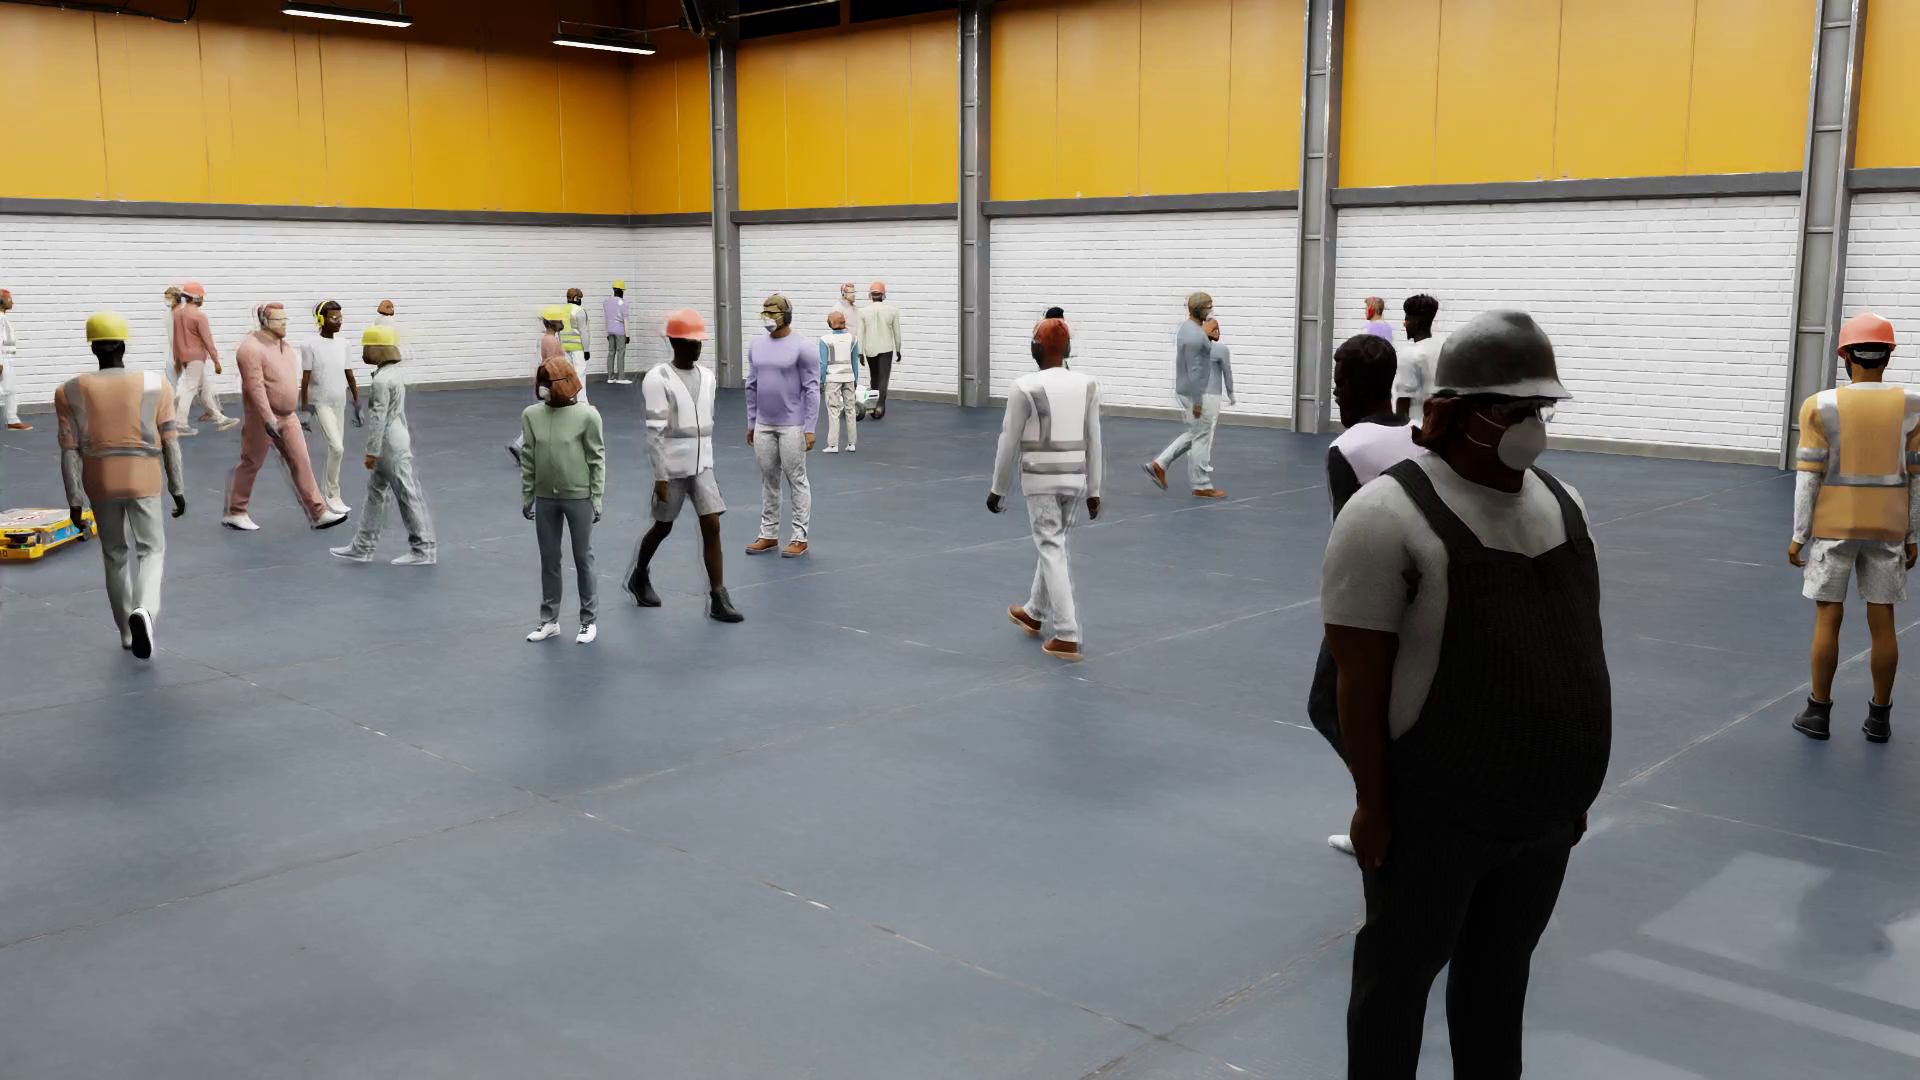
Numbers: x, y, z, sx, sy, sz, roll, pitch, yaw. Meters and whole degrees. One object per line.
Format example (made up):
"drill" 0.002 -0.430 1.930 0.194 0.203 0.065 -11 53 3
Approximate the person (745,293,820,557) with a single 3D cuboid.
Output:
"person" -1.318 -0.840 12.275 0.627 1.940 0.375 5 11 30

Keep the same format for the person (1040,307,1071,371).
"person" 1.213 -1.909 19.619 0.741 1.666 0.554 2 10 14

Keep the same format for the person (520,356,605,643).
"person" -2.252 -0.224 9.433 0.502 1.631 0.284 2 10 14

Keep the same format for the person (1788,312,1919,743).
"person" 4.022 -0.051 7.473 0.542 1.928 0.381 3 10 17

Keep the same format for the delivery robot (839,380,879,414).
"delivery robot" -1.481 -2.016 23.432 0.707 0.478 0.477 7 12 39

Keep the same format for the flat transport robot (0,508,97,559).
"flat transport robot" -7.090 -0.063 12.611 0.652 0.197 1.431 -1 9 -6

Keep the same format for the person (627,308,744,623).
"person" -1.724 -0.470 10.171 0.996 1.899 0.556 9 13 44

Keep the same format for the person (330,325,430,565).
"person" -4.182 -0.659 11.825 0.798 1.709 0.508 -2 9 -11

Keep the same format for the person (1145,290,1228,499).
"person" 2.112 -1.324 15.275 0.669 1.925 0.642 0 9 3

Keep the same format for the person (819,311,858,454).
"person" -1.395 -1.810 19.142 0.514 1.639 0.310 -6 11 -32

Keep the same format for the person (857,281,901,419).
"person" -1.157 -2.705 23.697 0.607 1.955 1.005 1 9 7

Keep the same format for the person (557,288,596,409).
"person" -5.740 -2.844 24.870 0.621 1.841 0.429 7 12 38

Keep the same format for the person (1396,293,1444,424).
"person" 3.338 -0.769 11.800 0.609 1.953 0.635 -8 12 -39

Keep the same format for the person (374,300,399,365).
"person" -9.066 -2.982 26.341 0.507 1.632 0.268 6 11 34

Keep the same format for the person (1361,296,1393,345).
"person" 4.611 -1.781 18.389 0.777 1.823 0.576 7 11 36

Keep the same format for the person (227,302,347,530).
"person" -5.530 -0.984 13.436 1.021 1.853 0.657 3 10 16

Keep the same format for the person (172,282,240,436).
"person" -9.701 -2.324 21.333 0.640 1.942 1.005 7 11 36

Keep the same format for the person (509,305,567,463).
"person" -4.432 -1.647 17.840 0.779 1.742 0.527 -4 10 -22

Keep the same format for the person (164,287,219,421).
"person" -10.711 -2.548 22.952 0.651 1.884 1.047 6 11 31

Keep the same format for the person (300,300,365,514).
"person" -5.395 -1.137 14.387 0.603 1.847 0.547 5 10 27

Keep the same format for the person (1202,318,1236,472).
"person" 2.608 -1.512 17.375 0.506 1.621 0.420 7 12 38

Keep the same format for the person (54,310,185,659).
"person" -4.563 -0.297 9.055 0.595 1.907 0.791 -4 10 -21

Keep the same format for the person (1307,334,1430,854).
"person" 1.473 0.236 5.806 0.618 1.899 0.465 -8 12 -39

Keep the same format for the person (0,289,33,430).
"person" -12.584 -2.339 21.699 0.650 1.867 0.599 -4 10 -25

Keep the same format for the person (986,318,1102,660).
"person" 0.427 -0.302 9.266 0.580 1.848 0.917 -6 11 -34

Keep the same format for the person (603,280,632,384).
"person" -6.308 -3.836 30.709 0.582 1.918 0.388 5 11 30

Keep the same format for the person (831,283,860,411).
"person" -1.670 -2.887 24.927 0.403 1.906 0.651 4 10 24
